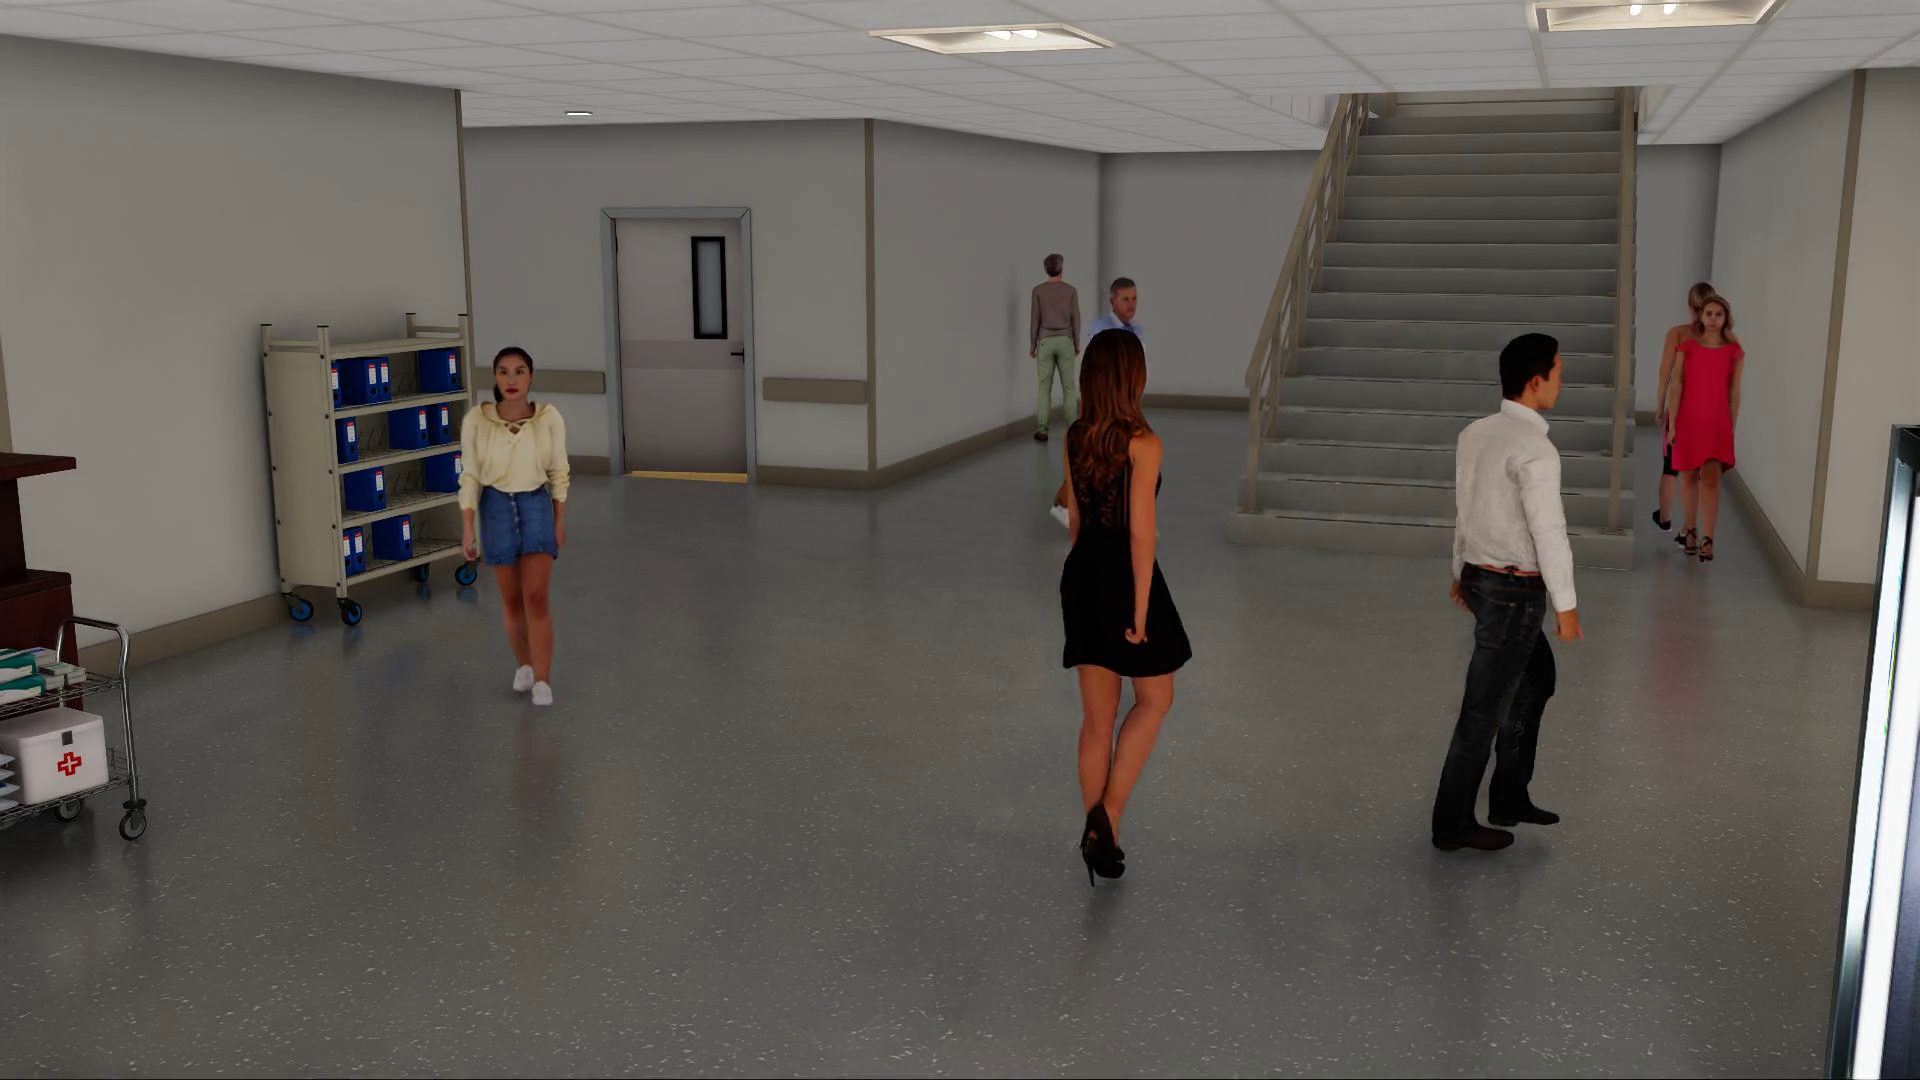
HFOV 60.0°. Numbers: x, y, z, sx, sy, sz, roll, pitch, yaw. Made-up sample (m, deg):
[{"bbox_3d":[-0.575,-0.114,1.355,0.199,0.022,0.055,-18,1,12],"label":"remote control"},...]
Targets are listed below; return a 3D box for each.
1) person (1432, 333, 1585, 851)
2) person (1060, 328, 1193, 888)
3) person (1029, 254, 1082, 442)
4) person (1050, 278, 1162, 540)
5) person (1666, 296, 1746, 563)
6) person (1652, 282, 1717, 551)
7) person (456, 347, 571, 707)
[{"bbox_3d":[1.765,0.205,5.679,0.896,1.795,0.820,-1,11,-6],"label":"person"},{"bbox_3d":[0.433,0.250,5.365,0.678,1.823,0.701,9,14,40],"label":"person"},{"bbox_3d":[0.965,-1.944,16.809,0.760,1.867,0.739,0,11,-1],"label":"person"},{"bbox_3d":[0.974,-0.885,11.453,1.239,1.784,1.189,-9,14,-39],"label":"person"},{"bbox_3d":[4.811,-0.718,10.805,0.623,1.697,0.982,5,12,23],"label":"person"},{"bbox_3d":[4.879,-0.792,11.042,0.720,1.755,1.047,2,11,13],"label":"person"},{"bbox_3d":[-2.032,-0.069,7.626,0.891,1.606,1.017,-2,11,-8],"label":"person"}]
